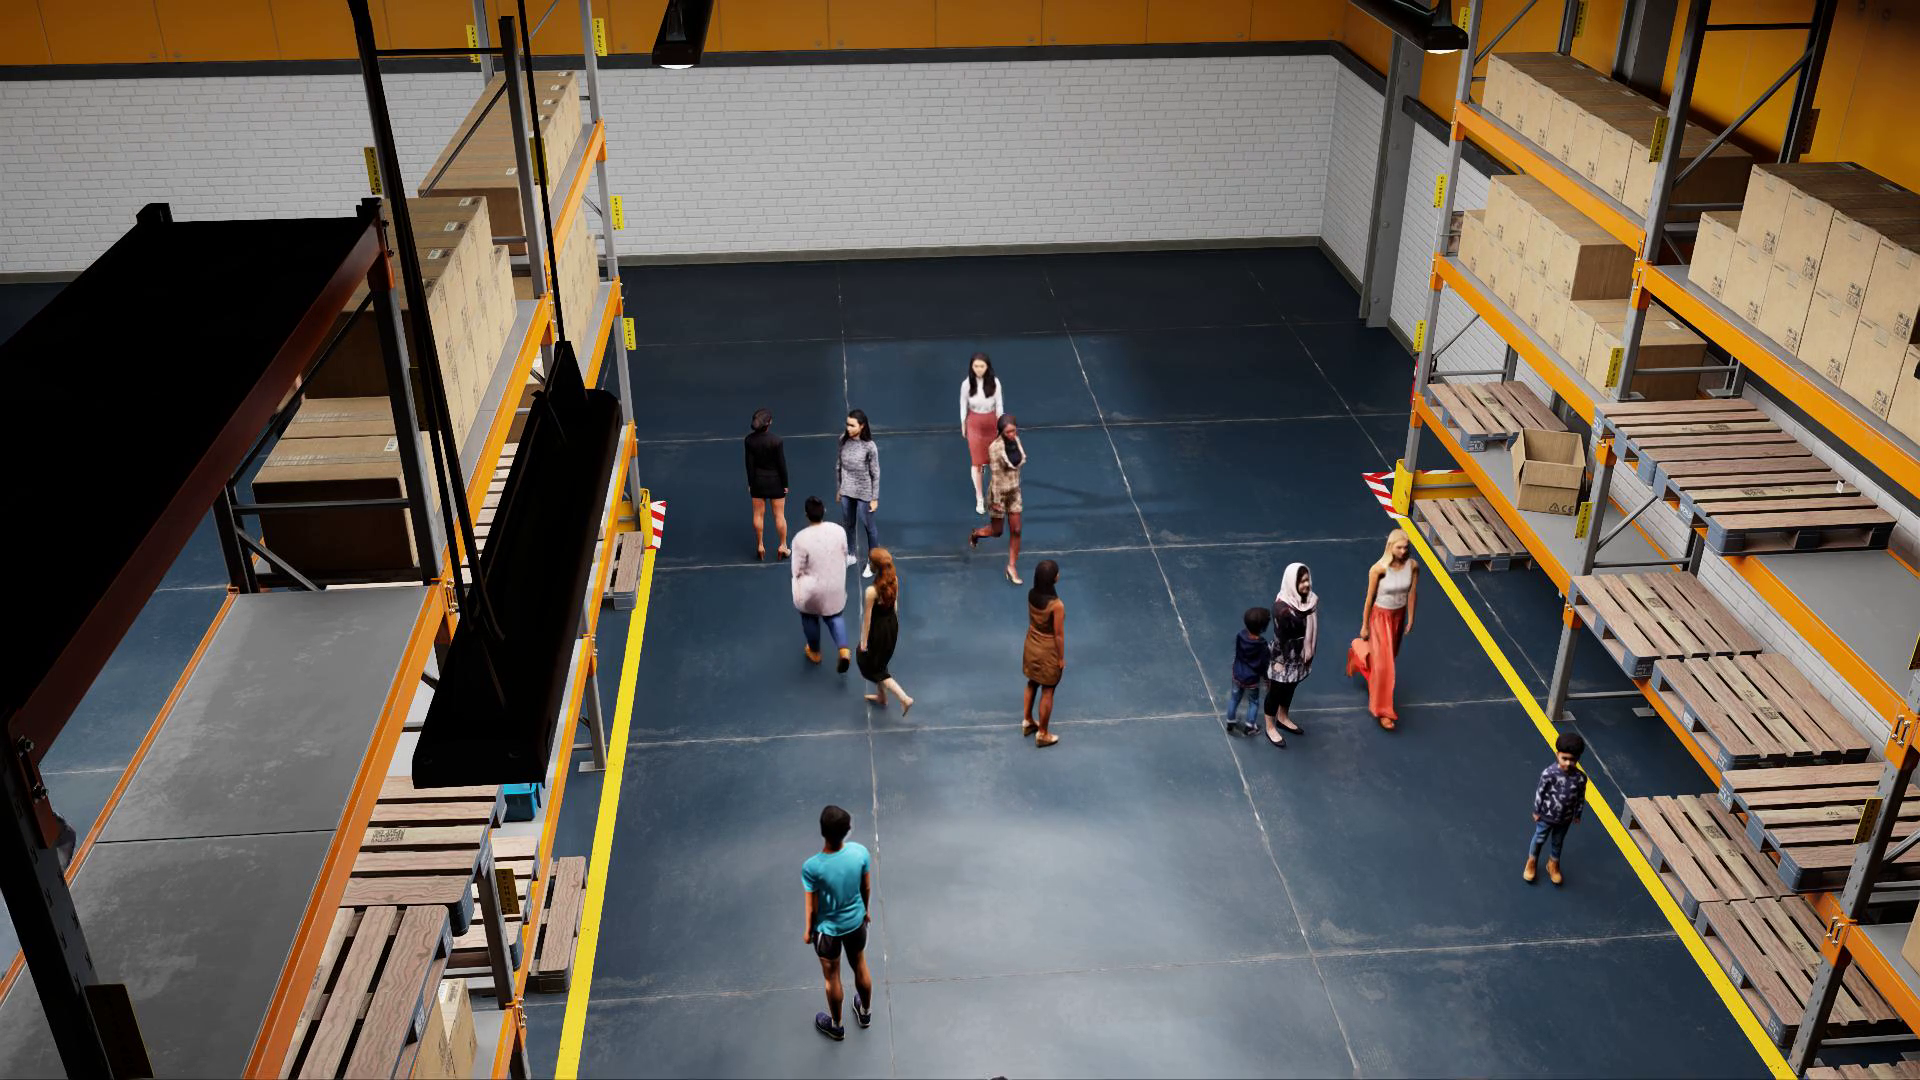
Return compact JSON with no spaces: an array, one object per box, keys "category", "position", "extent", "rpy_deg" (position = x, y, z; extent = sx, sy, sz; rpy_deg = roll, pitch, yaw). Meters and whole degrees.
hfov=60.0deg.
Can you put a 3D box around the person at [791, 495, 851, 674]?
[{"category":"person","position":[-1.199,0.415,14.545],"extent":[0.875,1.724,1.060],"rpy_deg":[-13,31,-22]}]

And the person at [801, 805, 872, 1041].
[{"category":"person","position":[-0.774,2.467,10.731],"extent":[0.684,1.773,0.653],"rpy_deg":[-15,32,-26]}]

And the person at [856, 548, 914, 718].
[{"category":"person","position":[-0.618,0.820,13.927],"extent":[0.933,1.603,0.896],"rpy_deg":[21,35,33]}]

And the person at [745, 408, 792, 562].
[{"category":"person","position":[-1.893,-0.541,16.386],"extent":[0.609,1.640,0.664],"rpy_deg":[3,29,5]}]

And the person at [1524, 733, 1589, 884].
[{"category":"person","position":[4.385,1.962,12.202],"extent":[0.539,1.250,0.542],"rpy_deg":[4,29,7]}]

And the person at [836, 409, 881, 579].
[{"category":"person","position":[-0.981,-0.476,16.169],"extent":[0.691,1.732,0.714],"rpy_deg":[16,32,27]}]

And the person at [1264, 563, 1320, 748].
[{"category":"person","position":[2.716,0.915,13.716],"extent":[0.753,1.639,0.803],"rpy_deg":[-25,37,-38]}]

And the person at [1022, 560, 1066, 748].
[{"category":"person","position":[0.689,0.920,13.661],"extent":[0.701,1.683,0.601],"rpy_deg":[-20,34,-31]}]

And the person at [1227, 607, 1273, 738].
[{"category":"person","position":[2.390,1.100,13.821],"extent":[0.653,1.214,0.571],"rpy_deg":[-25,37,-38]}]

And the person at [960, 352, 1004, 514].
[{"category":"person","position":[0.240,-1.165,17.436],"extent":[0.641,1.728,0.985],"rpy_deg":[0,29,0]}]

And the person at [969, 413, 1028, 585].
[{"category":"person","position":[0.363,-0.431,16.052],"extent":[0.926,1.764,1.066],"rpy_deg":[-24,36,-36]}]

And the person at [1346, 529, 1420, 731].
[{"category":"person","position":[3.553,0.660,14.045],"extent":[0.781,1.771,1.174],"rpy_deg":[-8,30,-14]}]
